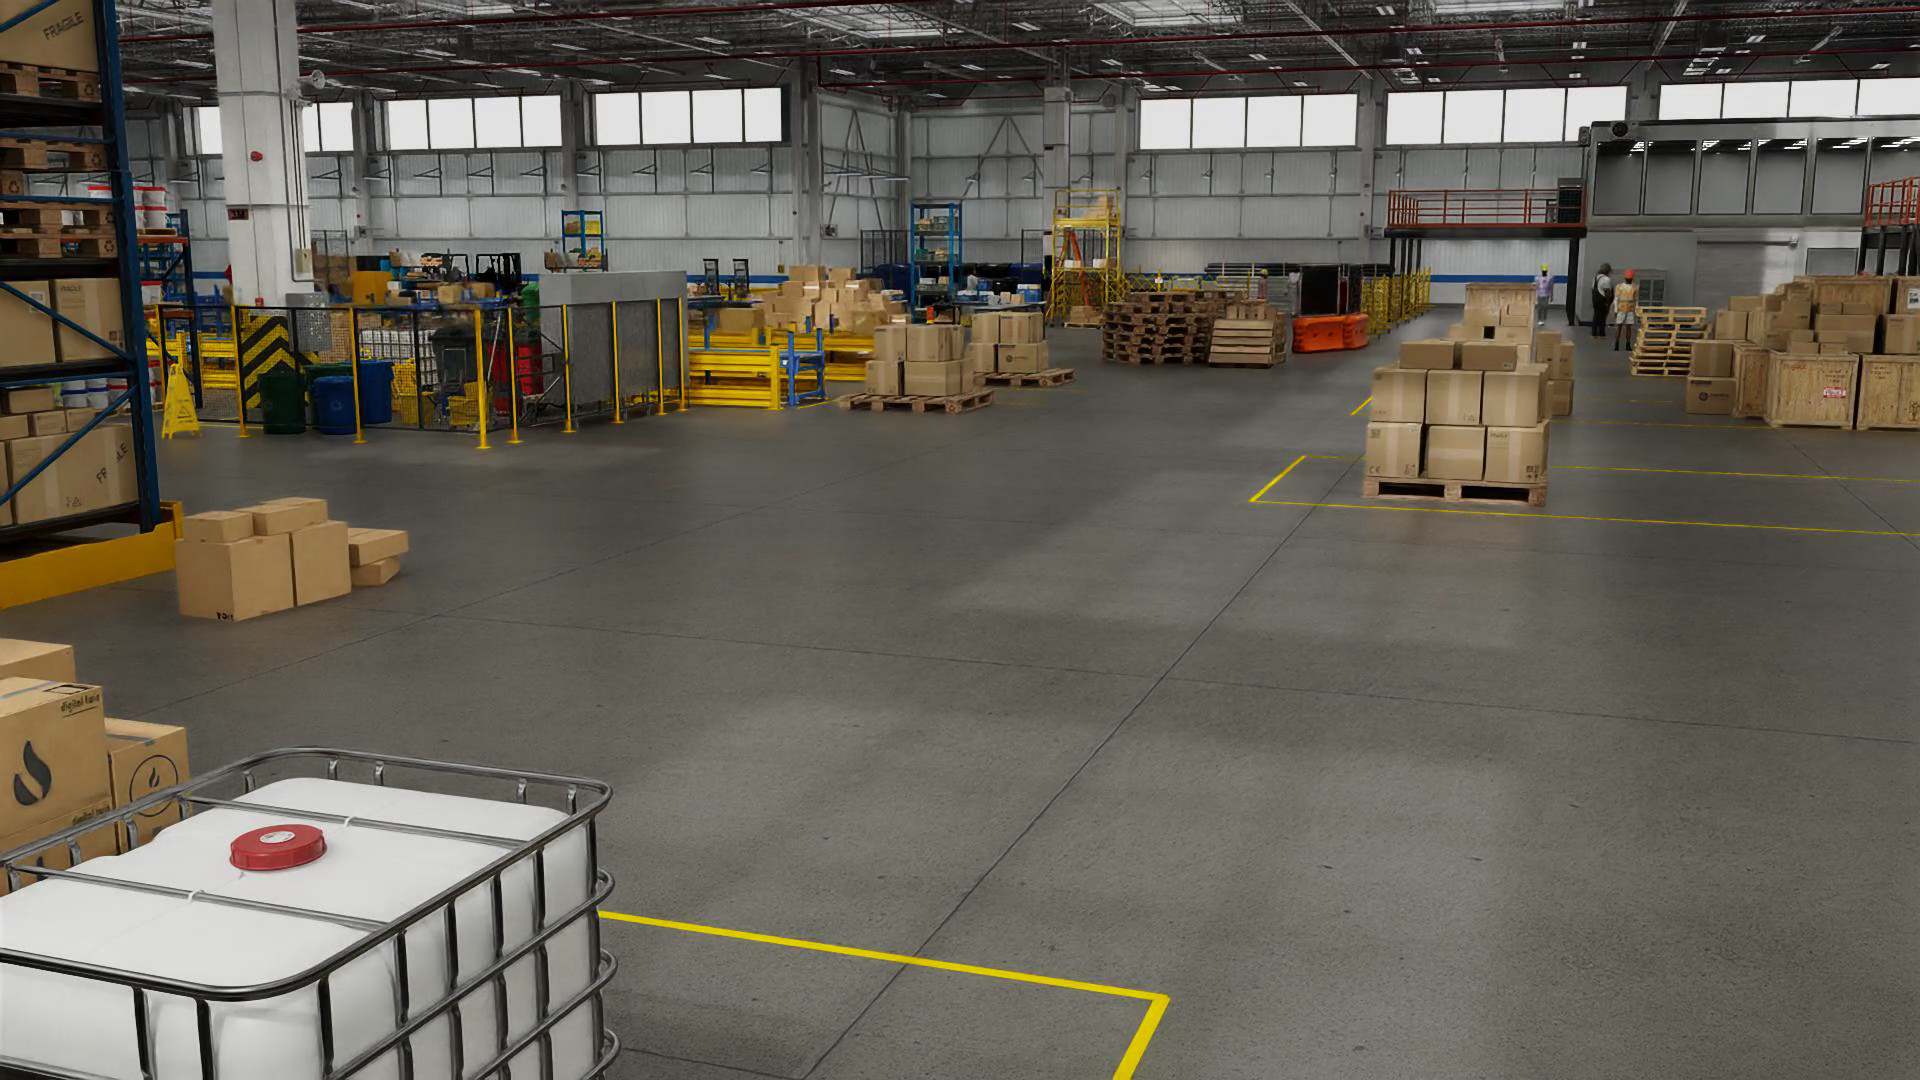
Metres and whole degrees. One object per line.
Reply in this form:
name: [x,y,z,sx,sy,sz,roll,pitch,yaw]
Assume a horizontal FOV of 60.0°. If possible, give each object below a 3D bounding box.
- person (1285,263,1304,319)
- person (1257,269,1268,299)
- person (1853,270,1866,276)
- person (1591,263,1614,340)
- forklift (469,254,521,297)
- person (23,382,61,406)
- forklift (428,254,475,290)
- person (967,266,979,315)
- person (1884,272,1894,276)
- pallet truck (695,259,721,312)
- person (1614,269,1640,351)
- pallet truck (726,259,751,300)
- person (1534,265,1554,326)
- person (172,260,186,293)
person: [11.416,-8.495,56.740,0.602,1.879,0.527,8,13,37]
person: [9.257,-7.395,50.882,0.333,1.761,0.524,-2,10,-13]
person: [16.503,-3.945,30.652,0.615,2.038,0.396,2,10,12]
person: [17.083,-6.339,44.136,0.535,2.000,0.685,-2,10,-10]
forklift: [-17.990,-10.121,64.684,1.157,1.987,2.680,3,11,17]
person: [-8.661,-1.122,15.720,0.318,1.698,0.535,-3,10,-16]
forklift: [-20.133,-10.254,65.465,1.157,1.987,2.680,3,11,19]
person: [0.503,-7.600,51.838,0.923,1.827,0.560,-6,12,-30]
person: [19.531,-4.691,35.177,0.647,1.917,0.711,2,10,10]
pallet truck: [-9.165,-9.627,62.776,0.823,1.965,1.885,4,11,23]
person: [15.787,-5.450,39.409,0.544,1.943,0.347,2,10,12]
pallet truck: [-7.986,-9.493,62.019,0.823,1.965,1.885,3,11,17]
person: [18.229,-7.655,51.987,0.599,1.891,0.921,4,11,20]
person: [-30.317,-9.917,64.583,0.614,1.948,1.037,-8,13,-39]
